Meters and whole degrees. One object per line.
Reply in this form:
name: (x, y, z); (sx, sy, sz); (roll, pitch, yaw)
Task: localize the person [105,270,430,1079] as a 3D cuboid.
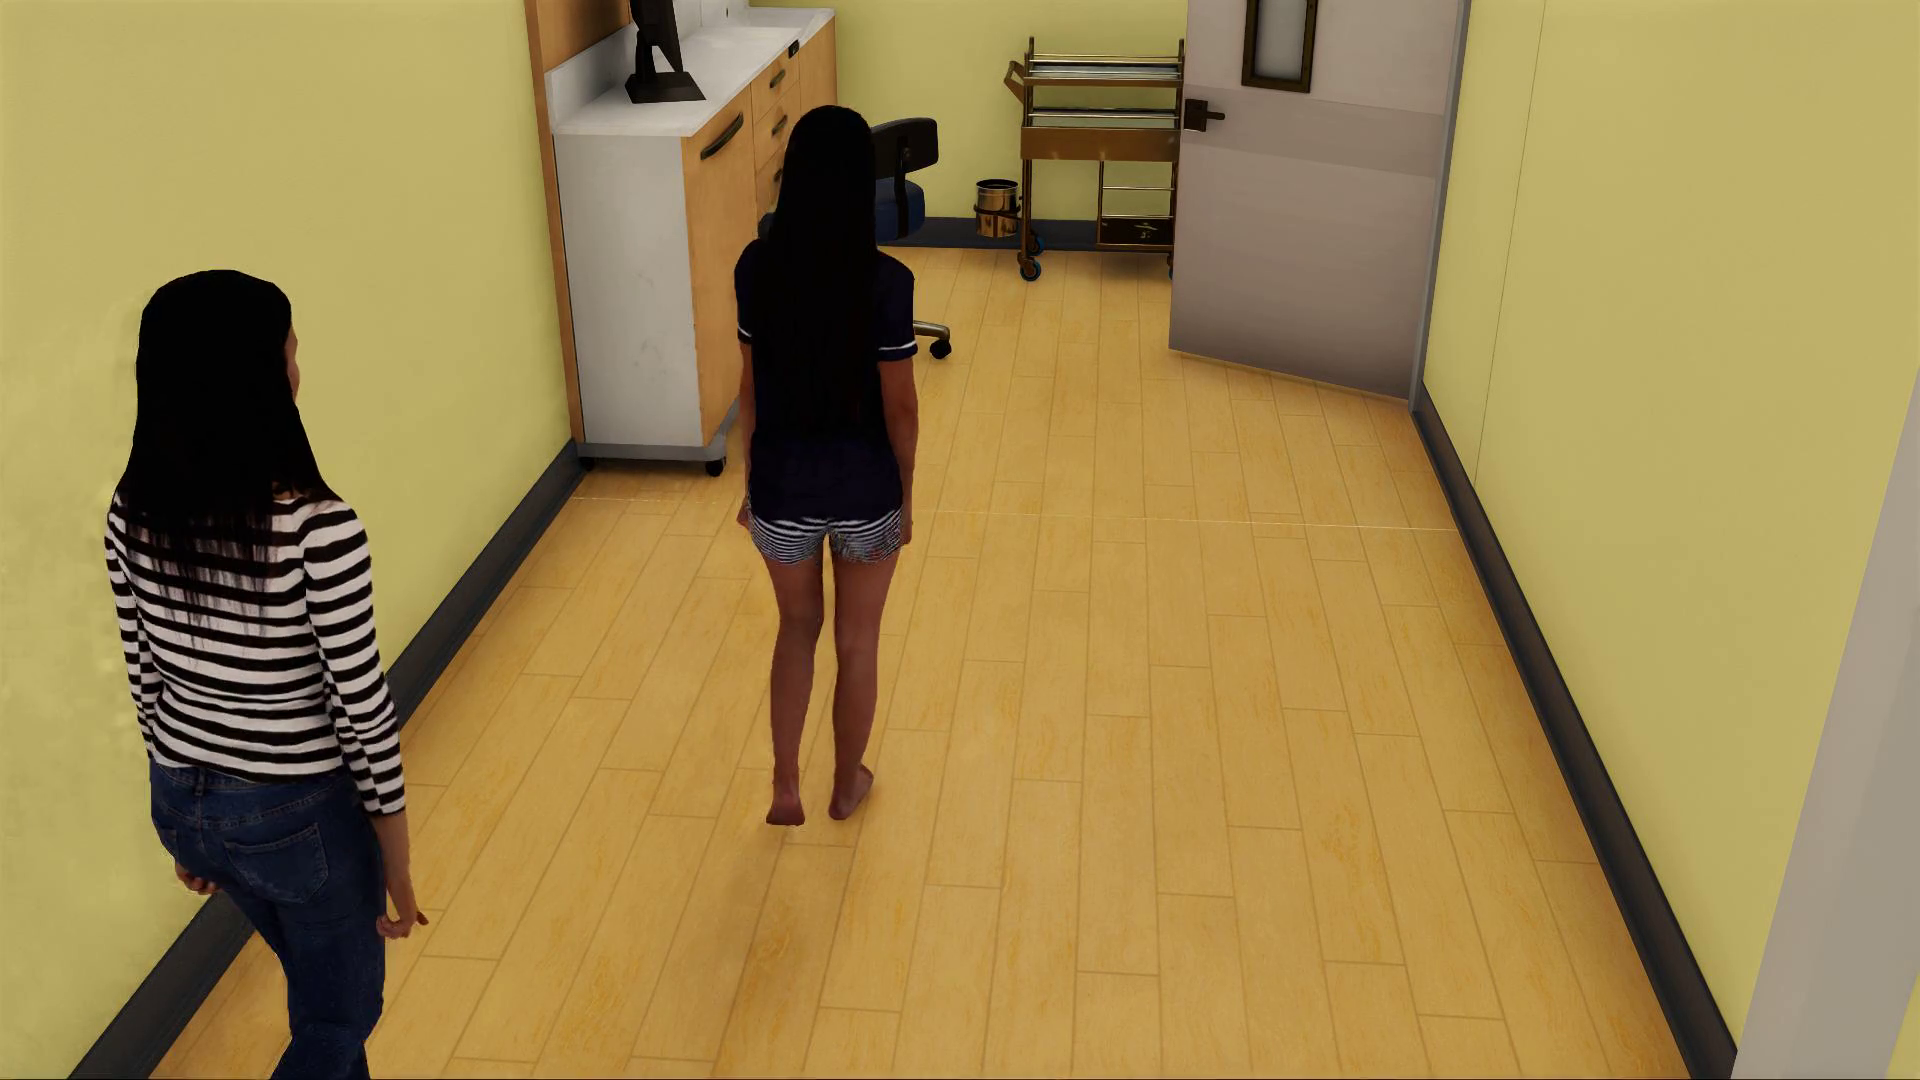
person: (-1.102, 0.526, 2.516); (0.920, 1.761, 0.753); (6, 26, 12)

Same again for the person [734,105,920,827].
person: (-0.321, -0.053, 3.724); (0.698, 1.753, 0.677); (4, 26, 8)
